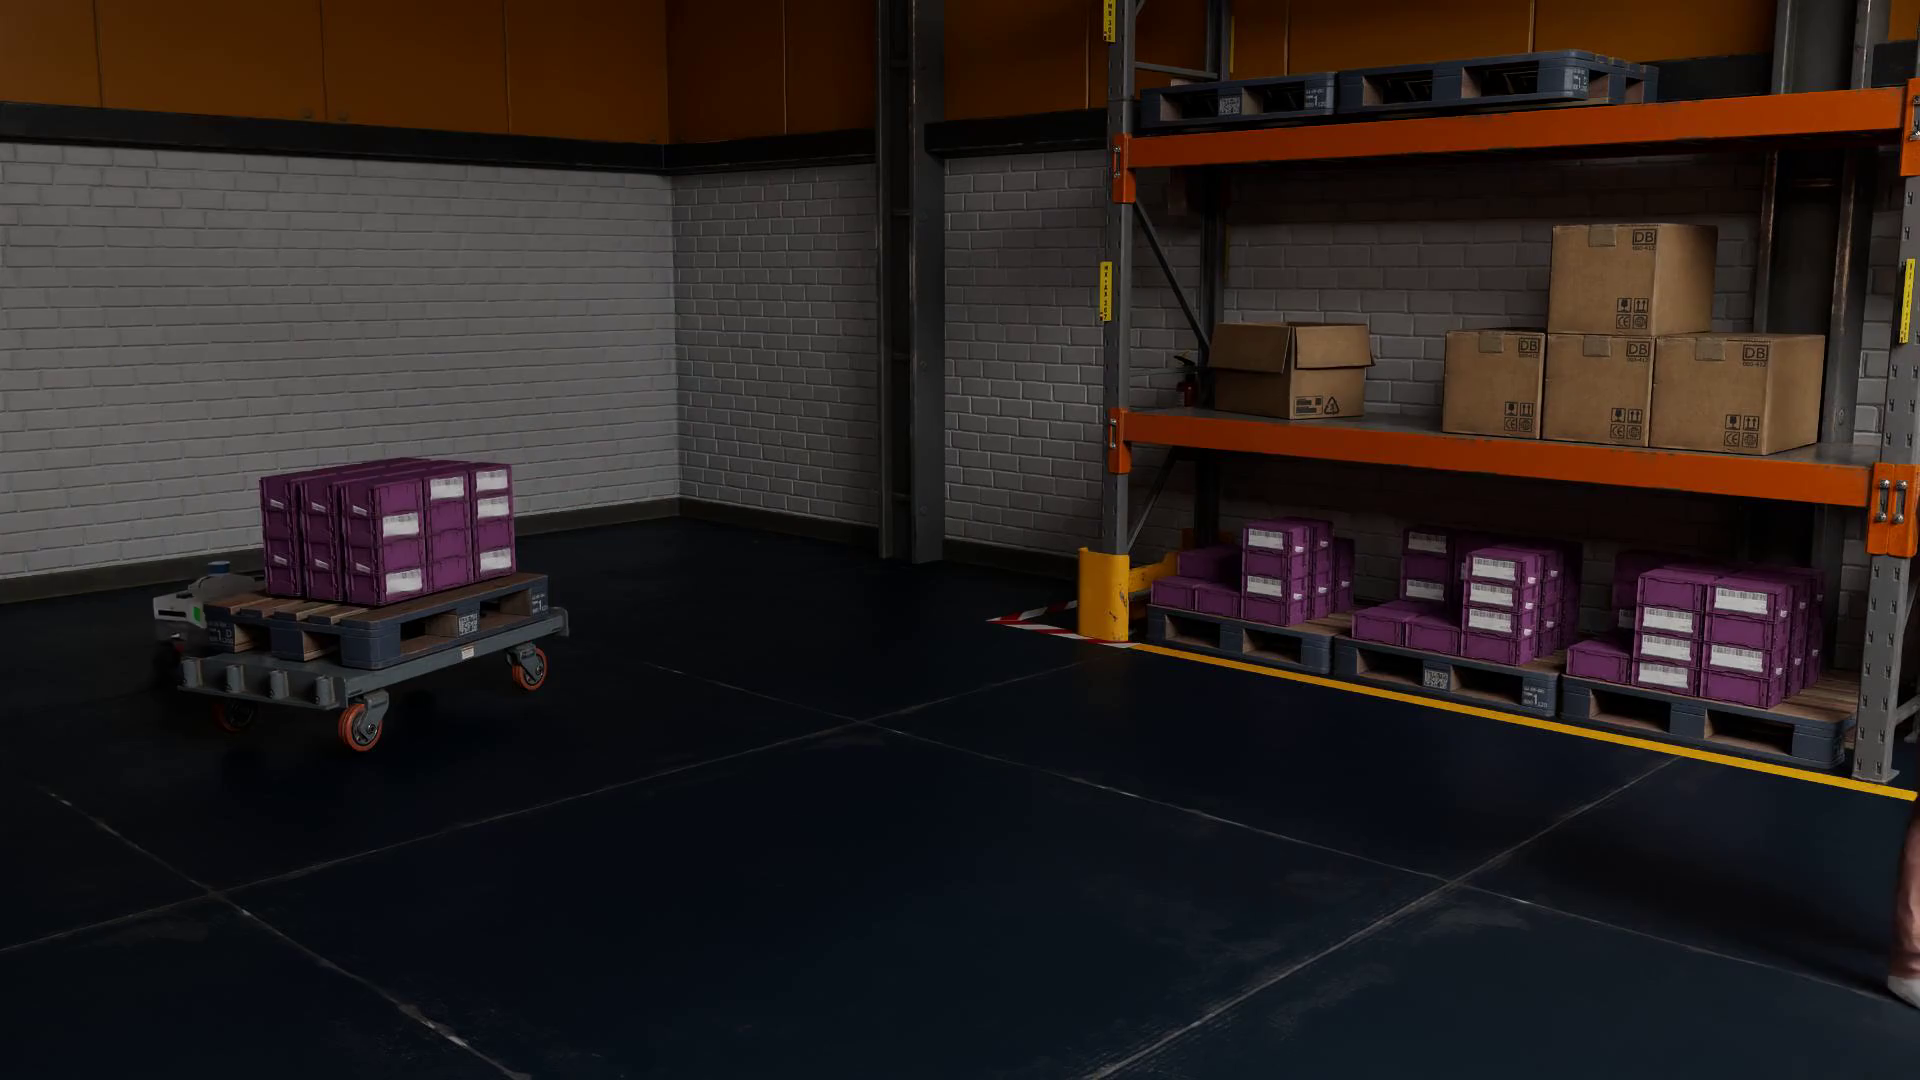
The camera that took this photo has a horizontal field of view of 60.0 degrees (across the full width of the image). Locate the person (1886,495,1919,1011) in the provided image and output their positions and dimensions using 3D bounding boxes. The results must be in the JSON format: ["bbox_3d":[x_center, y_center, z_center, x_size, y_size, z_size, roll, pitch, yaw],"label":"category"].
[{"bbox_3d":[2.942,0.411,4.705,0.649,1.907,0.403,-7,12,-39],"label":"person"}]

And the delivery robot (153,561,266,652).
[{"bbox_3d":[-3.941,0.355,8.889,0.477,0.478,0.707,3,10,20],"label":"delivery robot"}]
